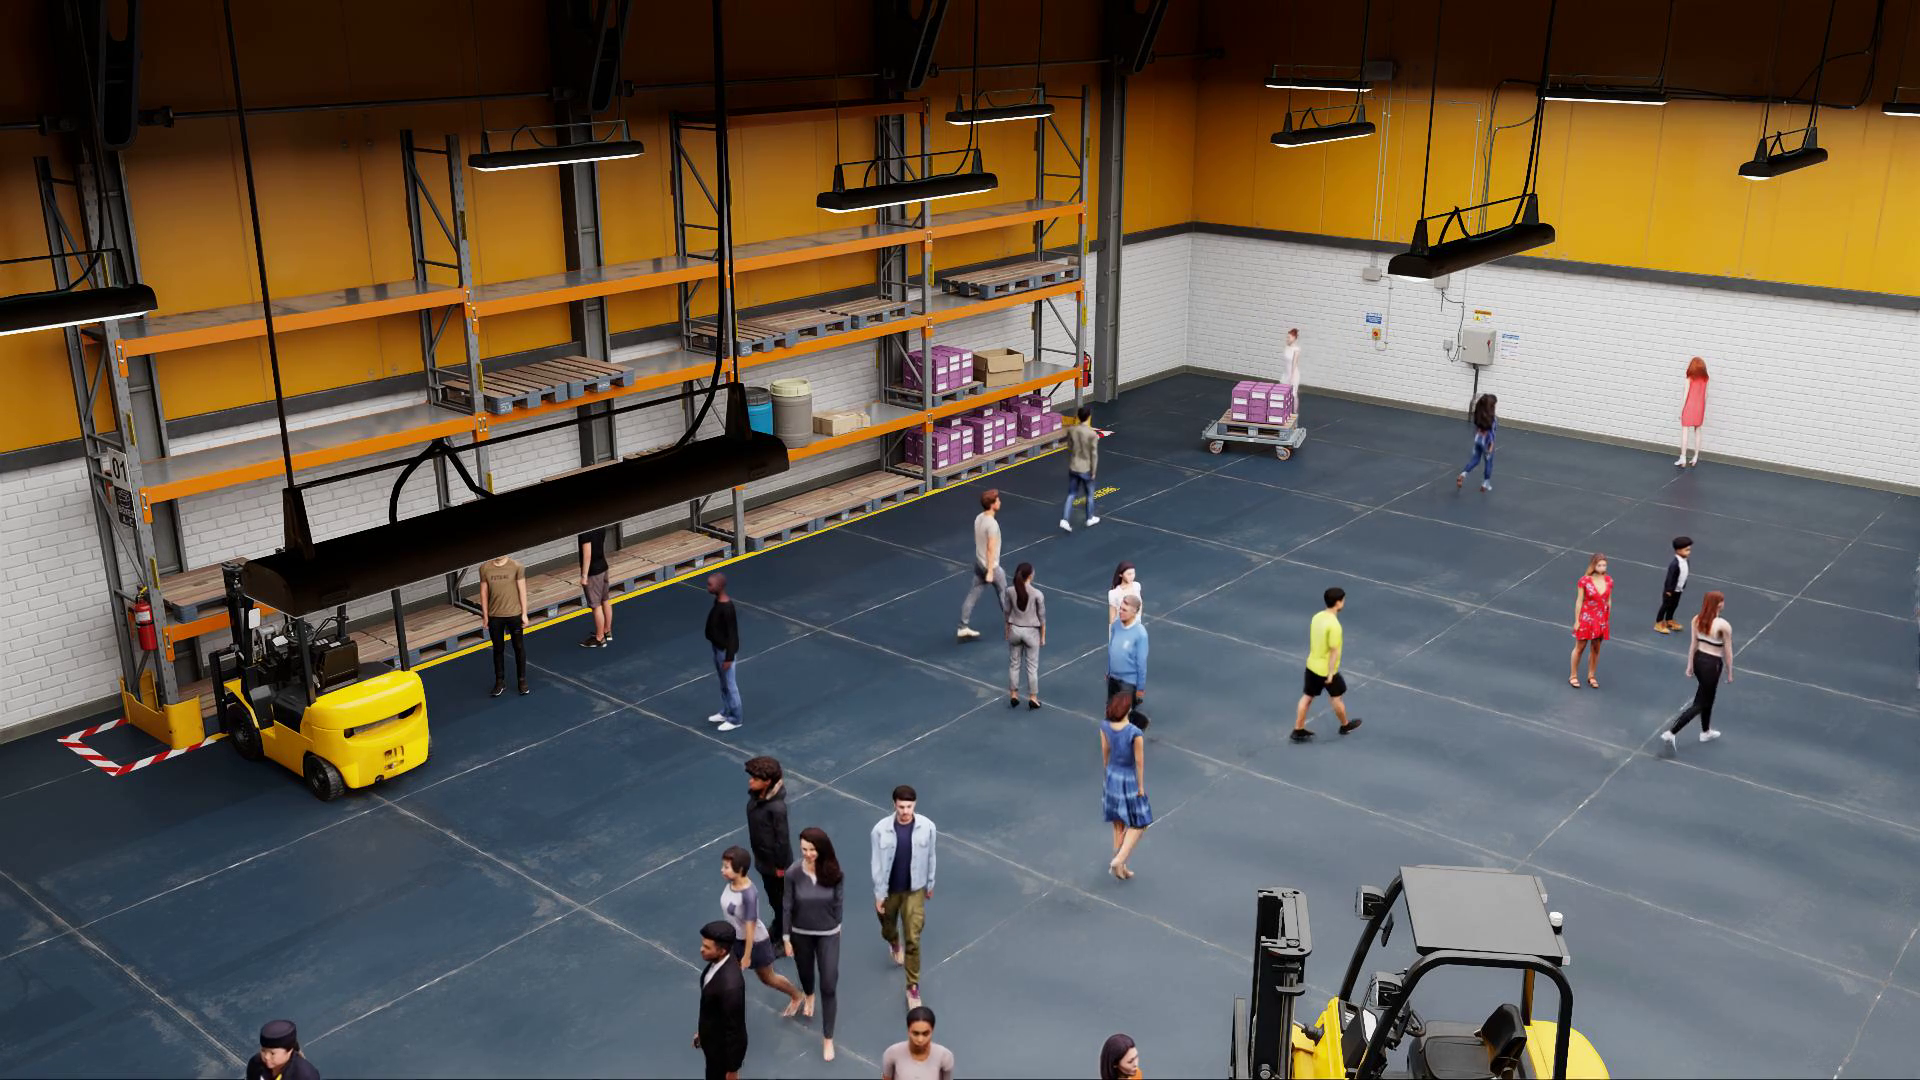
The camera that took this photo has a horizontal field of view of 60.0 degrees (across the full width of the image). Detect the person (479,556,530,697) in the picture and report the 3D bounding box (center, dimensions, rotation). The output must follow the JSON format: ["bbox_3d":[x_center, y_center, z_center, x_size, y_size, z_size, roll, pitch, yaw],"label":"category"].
[{"bbox_3d":[-5.071,0.819,18.550,0.726,1.852,0.803,-3,19,-9],"label":"person"}]

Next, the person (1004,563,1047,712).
[{"bbox_3d":[0.699,1.050,18.141,0.694,1.677,0.682,7,20,20],"label":"person"}]

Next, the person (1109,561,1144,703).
[{"bbox_3d":[1.793,1.020,18.224,0.524,1.680,0.697,-15,24,-38],"label":"person"}]

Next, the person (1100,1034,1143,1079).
[{"bbox_3d":[0.957,3.741,10.036,0.723,1.748,0.554,10,21,27],"label":"person"}]

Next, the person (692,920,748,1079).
[{"bbox_3d":[-1.508,3.339,11.033,0.860,1.875,0.832,-4,19,-12],"label":"person"}]

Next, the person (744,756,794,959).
[{"bbox_3d":[-1.510,2.550,13.550,0.672,1.763,0.689,-13,23,-34],"label":"person"}]

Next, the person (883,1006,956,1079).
[{"bbox_3d":[-0.274,3.629,10.401,0.905,1.728,1.008,1,19,3],"label":"person"}]

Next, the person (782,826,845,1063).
[{"bbox_3d":[-1.108,2.916,12.506,1.047,1.736,1.118,-2,19,-6],"label":"person"}]

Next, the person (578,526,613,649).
[{"bbox_3d":[-4.361,0.366,19.884,0.827,1.861,0.686,5,19,15],"label":"person"}]

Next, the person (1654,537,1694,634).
[{"bbox_3d":[8.745,0.540,20.376,0.486,1.217,0.614,-11,22,-30],"label":"person"}]

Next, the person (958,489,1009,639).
[{"bbox_3d":[0.253,0.334,20.003,1.313,1.845,1.038,-9,20,-24],"label":"person"}]

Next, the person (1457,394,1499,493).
[{"bbox_3d":[8.053,-1.477,25.760,1.045,1.602,0.817,-11,21,-29],"label":"person"}]

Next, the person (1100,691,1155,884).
[{"bbox_3d":[1.365,2.211,14.525,0.743,1.785,0.711,-16,24,-39],"label":"person"}]

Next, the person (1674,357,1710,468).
[{"bbox_3d":[12.019,-2.098,27.256,0.656,1.826,0.719,-2,19,-6],"label":"person"}]

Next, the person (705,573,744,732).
[{"bbox_3d":[-2.501,1.168,17.679,0.662,1.748,0.670,-9,21,-26],"label":"person"}]

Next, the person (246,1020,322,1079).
[{"bbox_3d":[-4.114,3.683,10.356,0.840,1.654,1.089,8,20,23],"label":"person"}]

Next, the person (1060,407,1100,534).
[{"bbox_3d":[1.685,-1.001,23.958,0.777,1.850,1.163,12,22,32],"label":"person"}]

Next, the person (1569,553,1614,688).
[{"bbox_3d":[7.123,0.893,18.742,0.668,1.591,0.726,-1,19,-4],"label":"person"}]

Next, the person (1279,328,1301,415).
[{"bbox_3d":[6.002,-2.898,29.698,0.741,1.782,0.699,-9,21,-26],"label":"person"}]

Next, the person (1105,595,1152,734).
[{"bbox_3d":[1.749,1.373,16.979,0.963,1.805,0.799,-14,23,-35],"label":"person"}]

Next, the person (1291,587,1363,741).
[{"bbox_3d":[3.716,1.328,17.337,1.116,1.663,0.877,-9,21,-25],"label":"person"}]

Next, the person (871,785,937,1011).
[{"bbox_3d":[-0.474,2.717,13.032,1.115,1.778,1.198,-1,19,-2],"label":"person"}]

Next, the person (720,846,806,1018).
[{"bbox_3d":[-1.543,3.007,12.570,1.108,1.523,0.747,-13,23,-34],"label":"person"}]

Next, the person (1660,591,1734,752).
[{"bbox_3d":[7.616,1.384,17.100,1.231,1.707,0.923,-9,20,-24],"label":"person"}]
